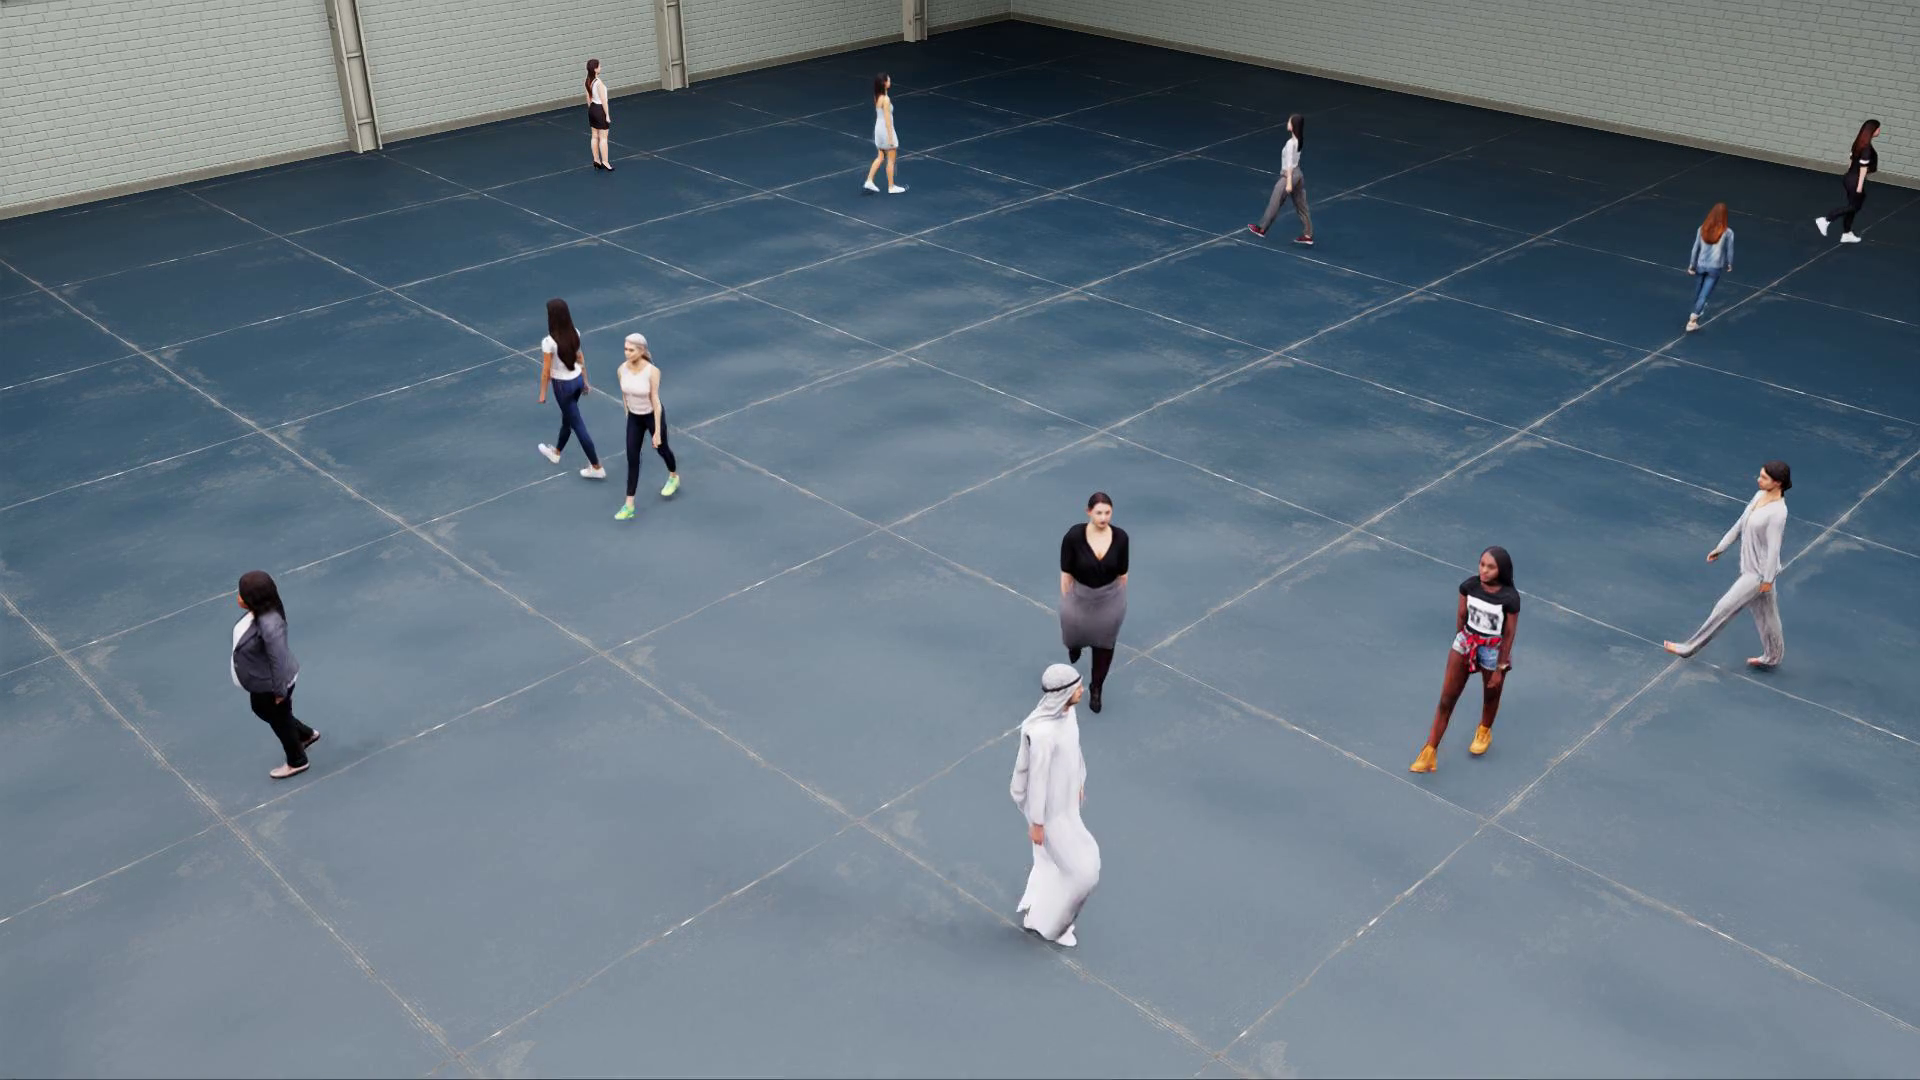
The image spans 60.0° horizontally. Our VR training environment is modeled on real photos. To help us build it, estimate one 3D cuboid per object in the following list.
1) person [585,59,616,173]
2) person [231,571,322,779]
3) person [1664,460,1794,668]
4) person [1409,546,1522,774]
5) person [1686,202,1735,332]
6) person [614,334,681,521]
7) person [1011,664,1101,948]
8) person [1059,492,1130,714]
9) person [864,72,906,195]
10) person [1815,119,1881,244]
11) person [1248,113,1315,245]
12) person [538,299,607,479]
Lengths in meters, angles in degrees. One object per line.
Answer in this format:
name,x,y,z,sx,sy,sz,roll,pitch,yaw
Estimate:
person,-5.413,-6.359,24.888,0.572,1.648,0.521,22,35,35
person,-4.609,0.897,11.329,0.801,1.587,0.774,-14,31,-24
person,6.060,0.228,12.445,1.057,1.719,1.122,5,28,10
person,3.623,0.790,11.427,0.694,1.685,1.152,20,34,32
person,8.507,-3.076,18.943,0.591,1.442,0.989,23,36,36
person,-2.762,-1.064,14.945,0.917,1.649,1.260,12,30,21
person,0.461,1.547,9.764,0.935,1.910,0.878,9,29,16
person,0.948,0.411,12.074,0.963,1.744,1.015,-1,28,-2
person,-1.129,-5.808,23.769,0.906,1.728,0.741,-13,31,-22
person,11.644,-4.682,21.764,0.940,1.625,0.916,4,28,7
person,4.401,-4.652,21.653,0.866,1.676,1.145,16,32,28
person,-3.547,-1.364,15.402,0.867,1.749,1.052,14,31,24
